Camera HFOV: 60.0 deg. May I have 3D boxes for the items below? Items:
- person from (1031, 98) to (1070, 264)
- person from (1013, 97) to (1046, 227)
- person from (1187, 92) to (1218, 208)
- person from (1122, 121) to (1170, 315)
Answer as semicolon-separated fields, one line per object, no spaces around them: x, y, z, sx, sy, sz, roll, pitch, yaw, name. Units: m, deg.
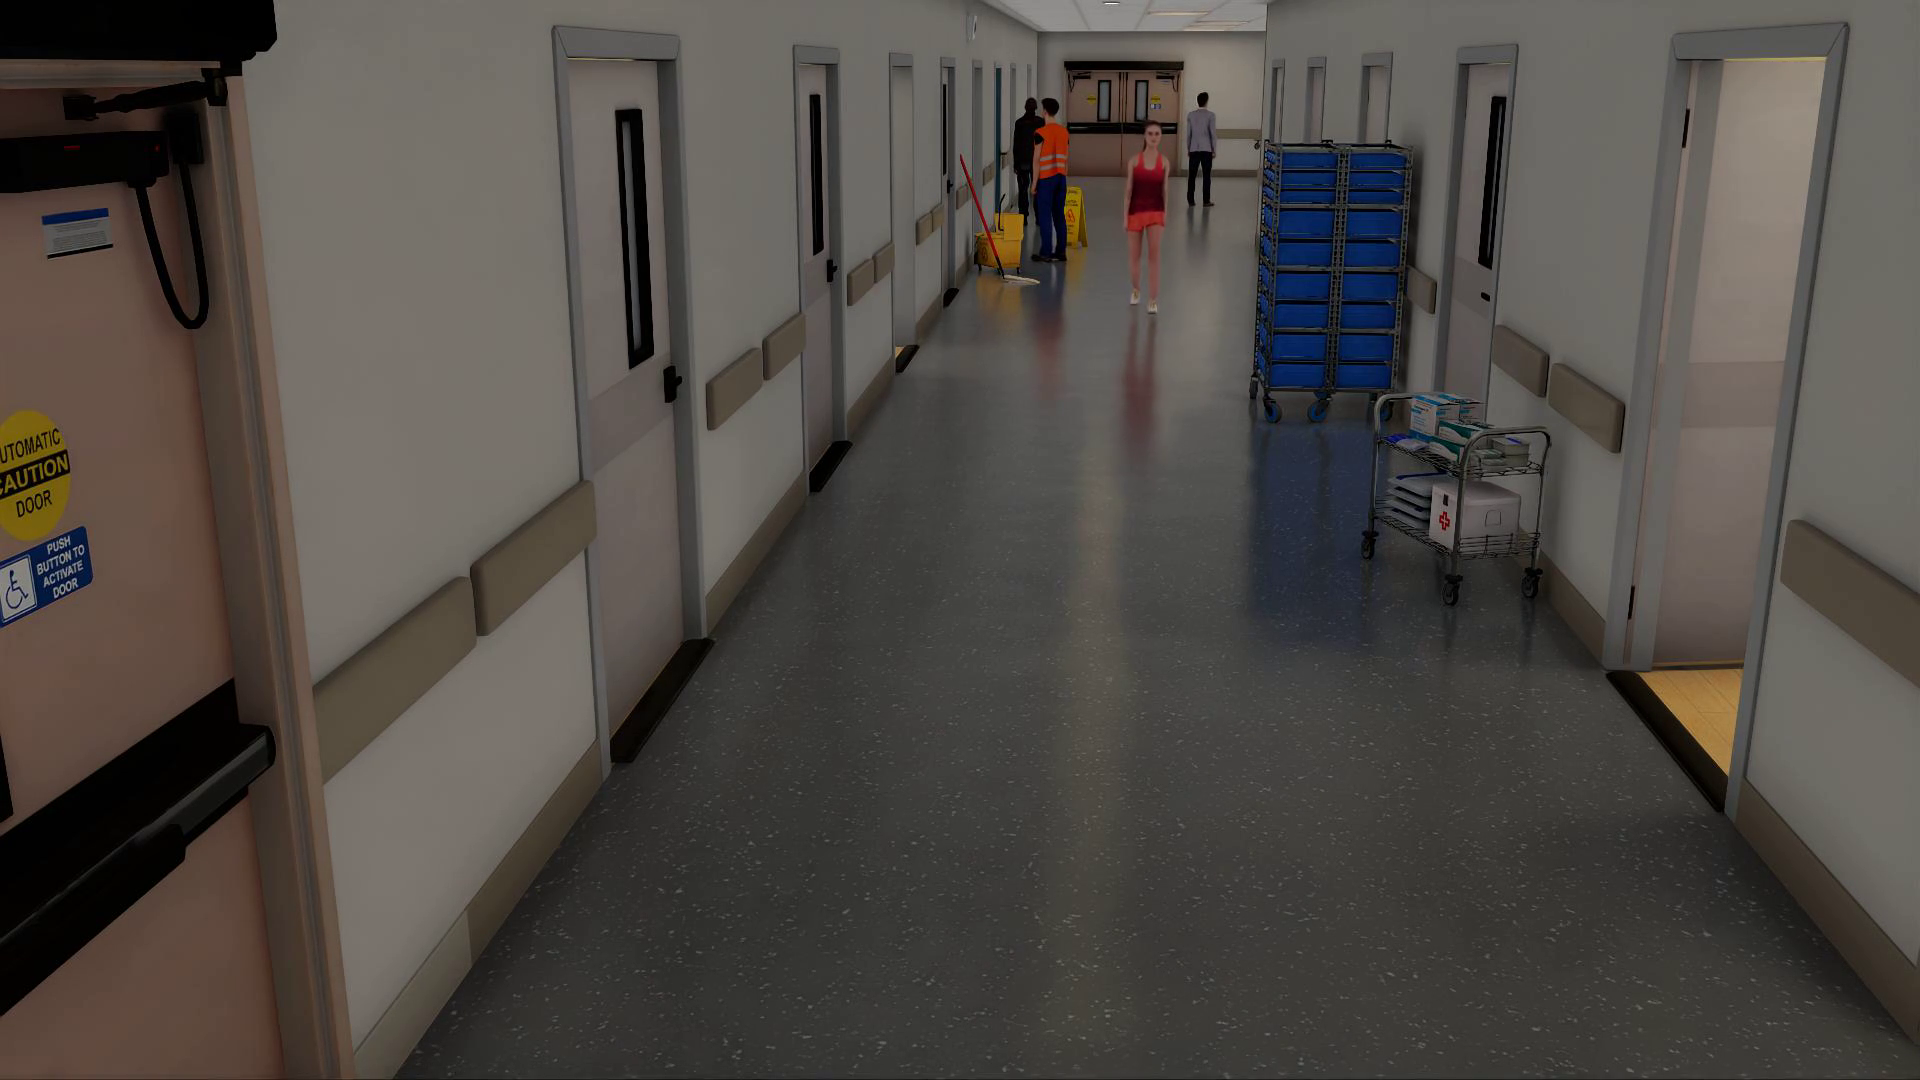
1.082;-4.234;19.586;0.782;1.881;0.835;-12;20;-36;person
1.028;-5.524;24.265;0.769;1.824;0.714;-3;16;-11;person
4.018;-6.516;27.731;0.754;1.852;0.722;8;18;27;person
1.705;-2.968;15.405;0.569;1.713;1.149;2;16;6;person
